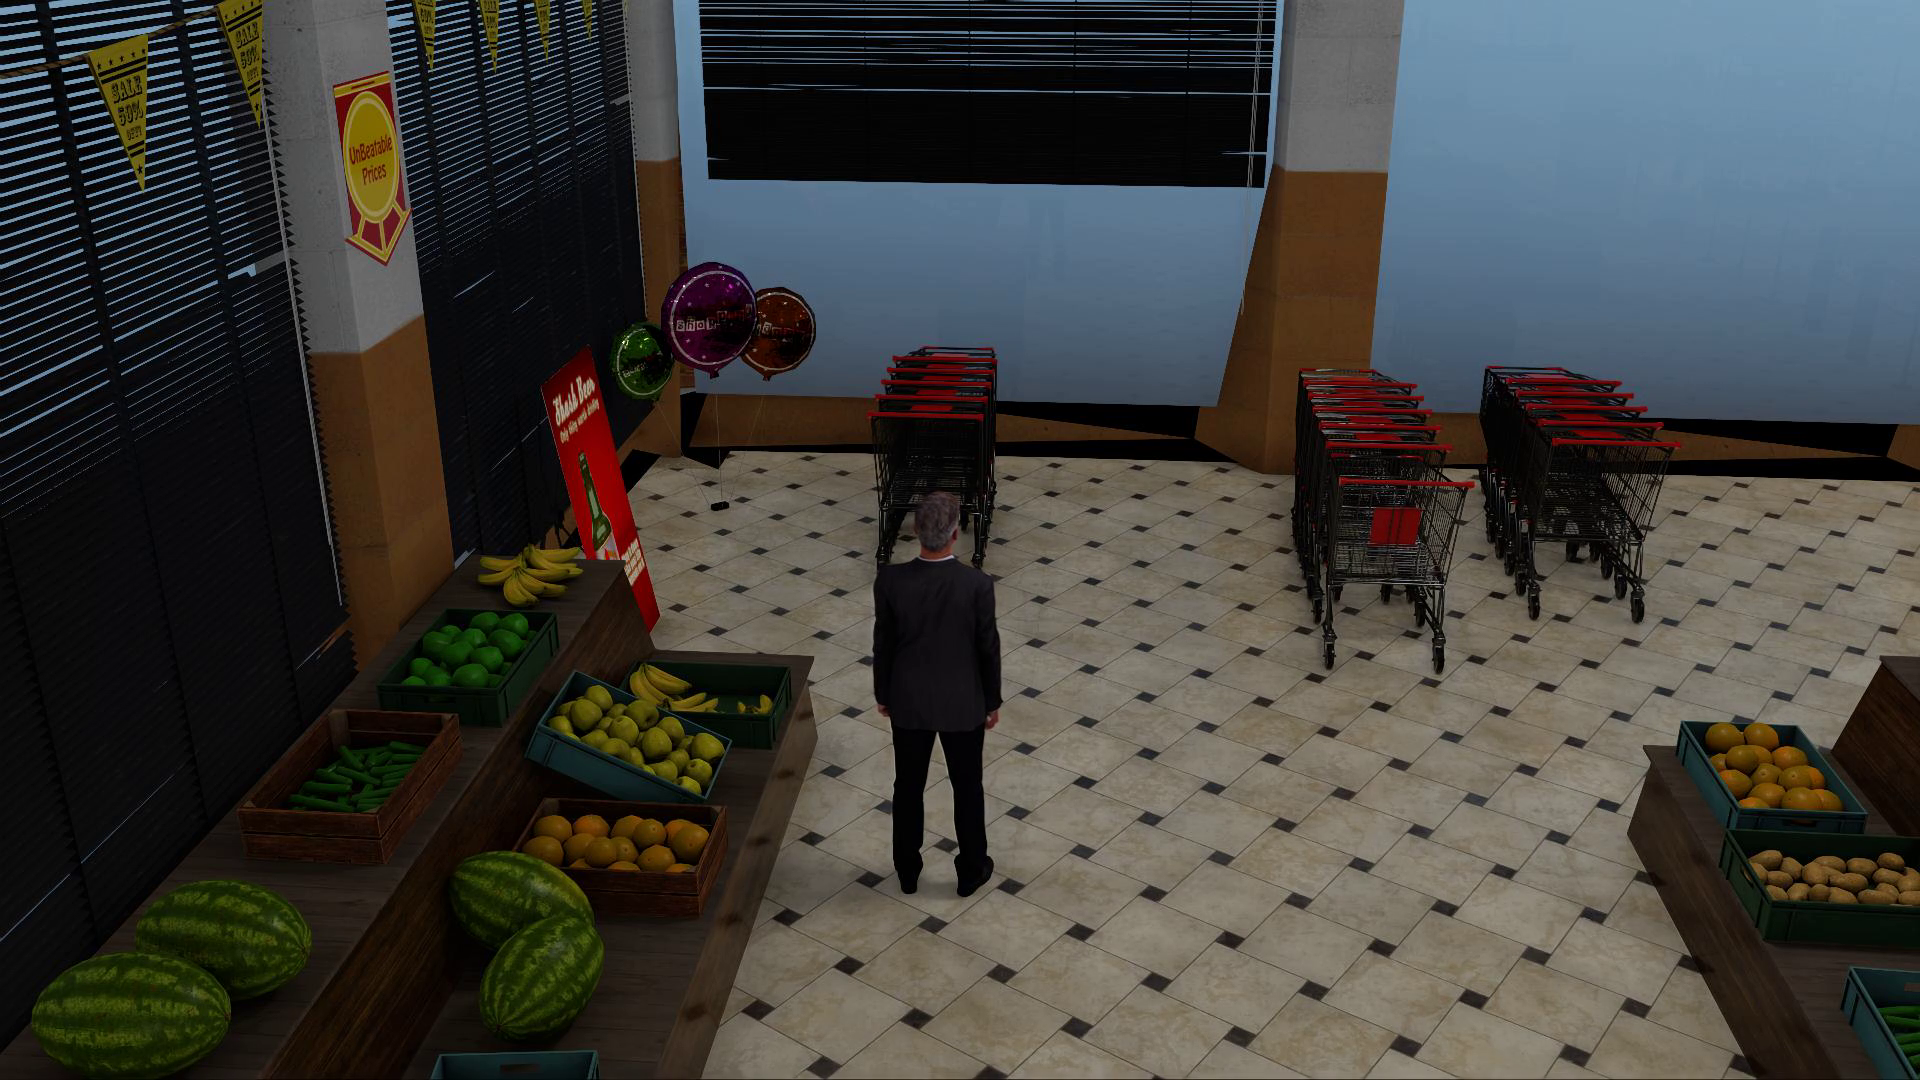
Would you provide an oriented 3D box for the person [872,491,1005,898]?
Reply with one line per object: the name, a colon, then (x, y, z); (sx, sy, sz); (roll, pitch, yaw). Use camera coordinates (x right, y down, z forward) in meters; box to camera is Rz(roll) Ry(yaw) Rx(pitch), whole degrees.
person: (-0.093, 0.659, 7.013); (0.711, 1.842, 0.589); (3, 22, 7)
